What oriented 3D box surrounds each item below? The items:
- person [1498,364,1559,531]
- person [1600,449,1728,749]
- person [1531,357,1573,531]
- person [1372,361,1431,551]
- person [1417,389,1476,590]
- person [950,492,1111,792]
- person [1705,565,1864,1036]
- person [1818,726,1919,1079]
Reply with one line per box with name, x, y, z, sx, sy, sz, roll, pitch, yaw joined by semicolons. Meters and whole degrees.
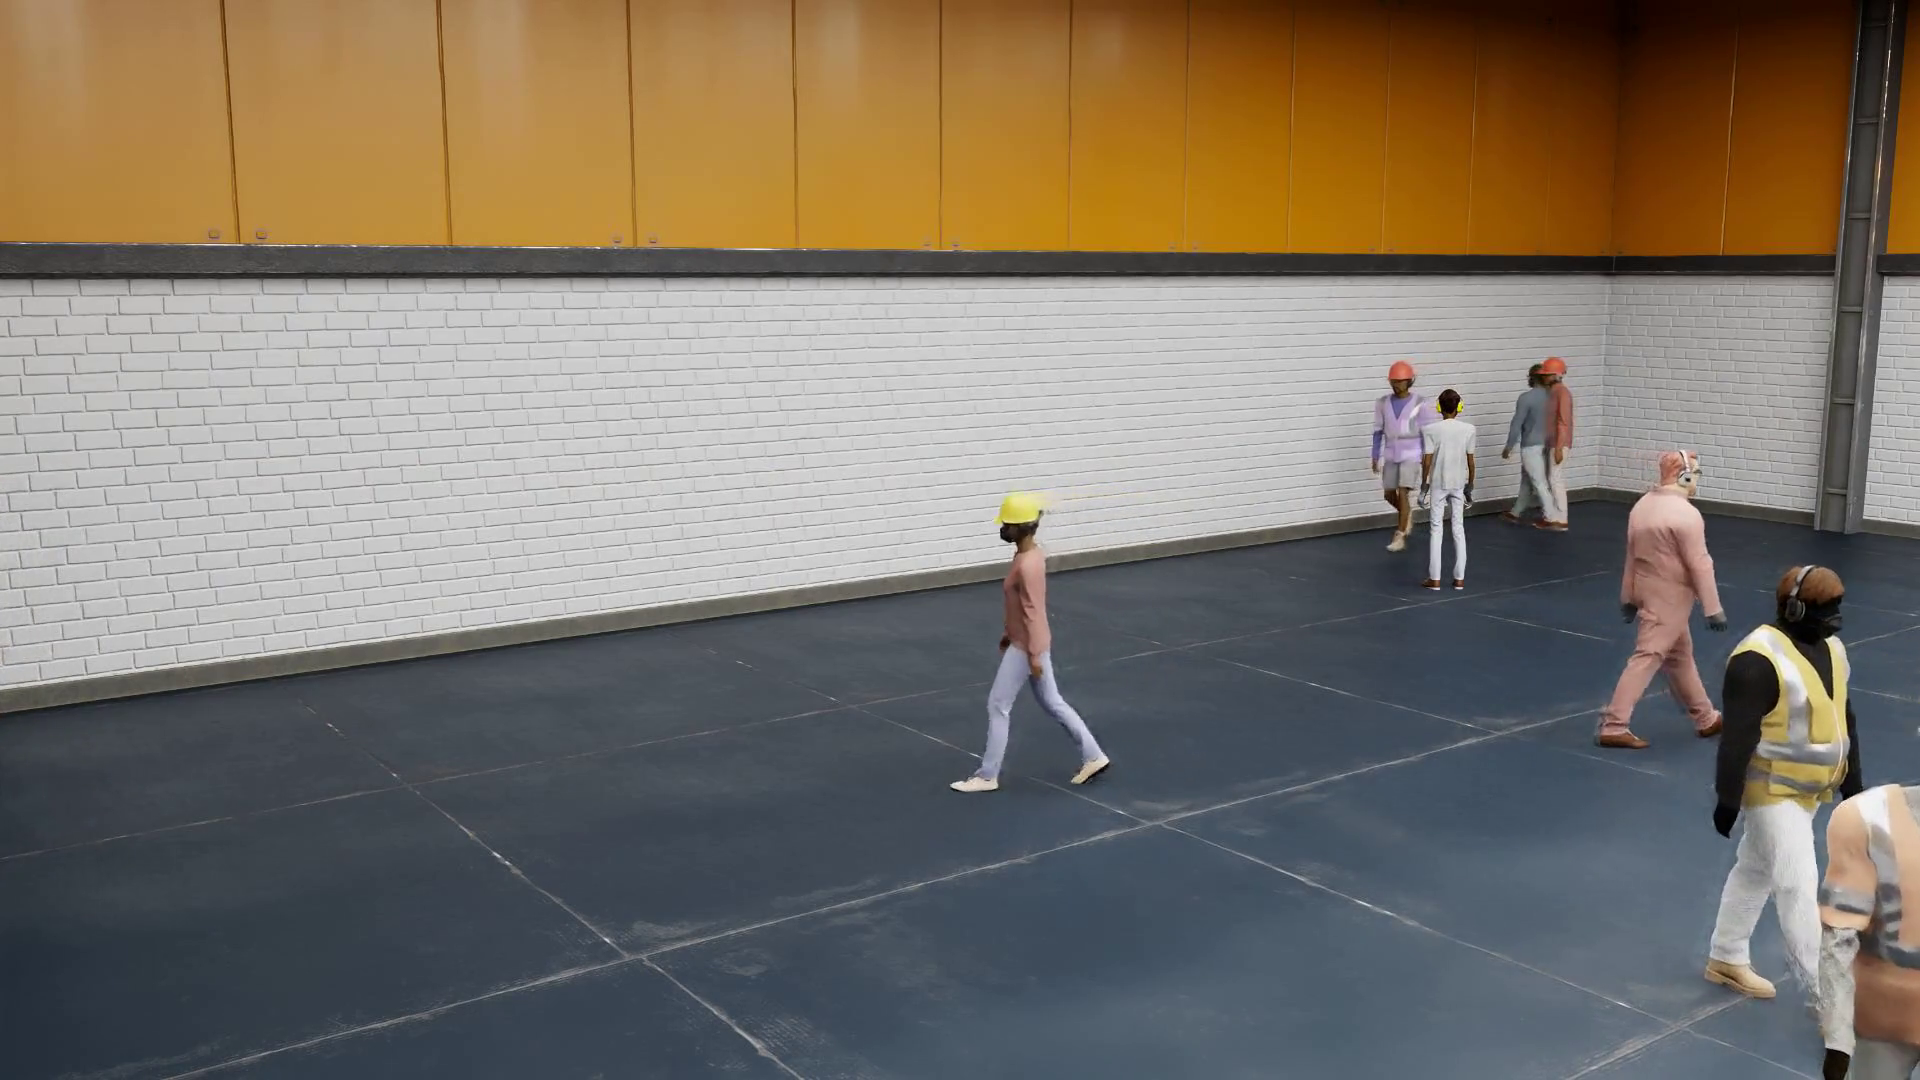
person;6.579;-1.071;19.058;0.639;1.898;0.956;-6;11;-34
person;4.436;0.376;10.245;0.997;1.856;0.647;0;9;1
person;6.734;-1.089;18.913;0.429;1.981;0.618;0;9;3
person;4.730;-0.907;17.690;0.616;2.021;0.751;7;12;39
person;4.500;-0.465;15.401;0.523;1.863;0.326;0;9;-2
person;0.432;0.576;9.397;0.881;1.727;0.530;1;9;5
person;3.350;1.006;6.493;0.660;1.803;0.899;-7;11;-35
person;2.585;1.308;4.384;0.598;1.889;0.911;2;9;13
